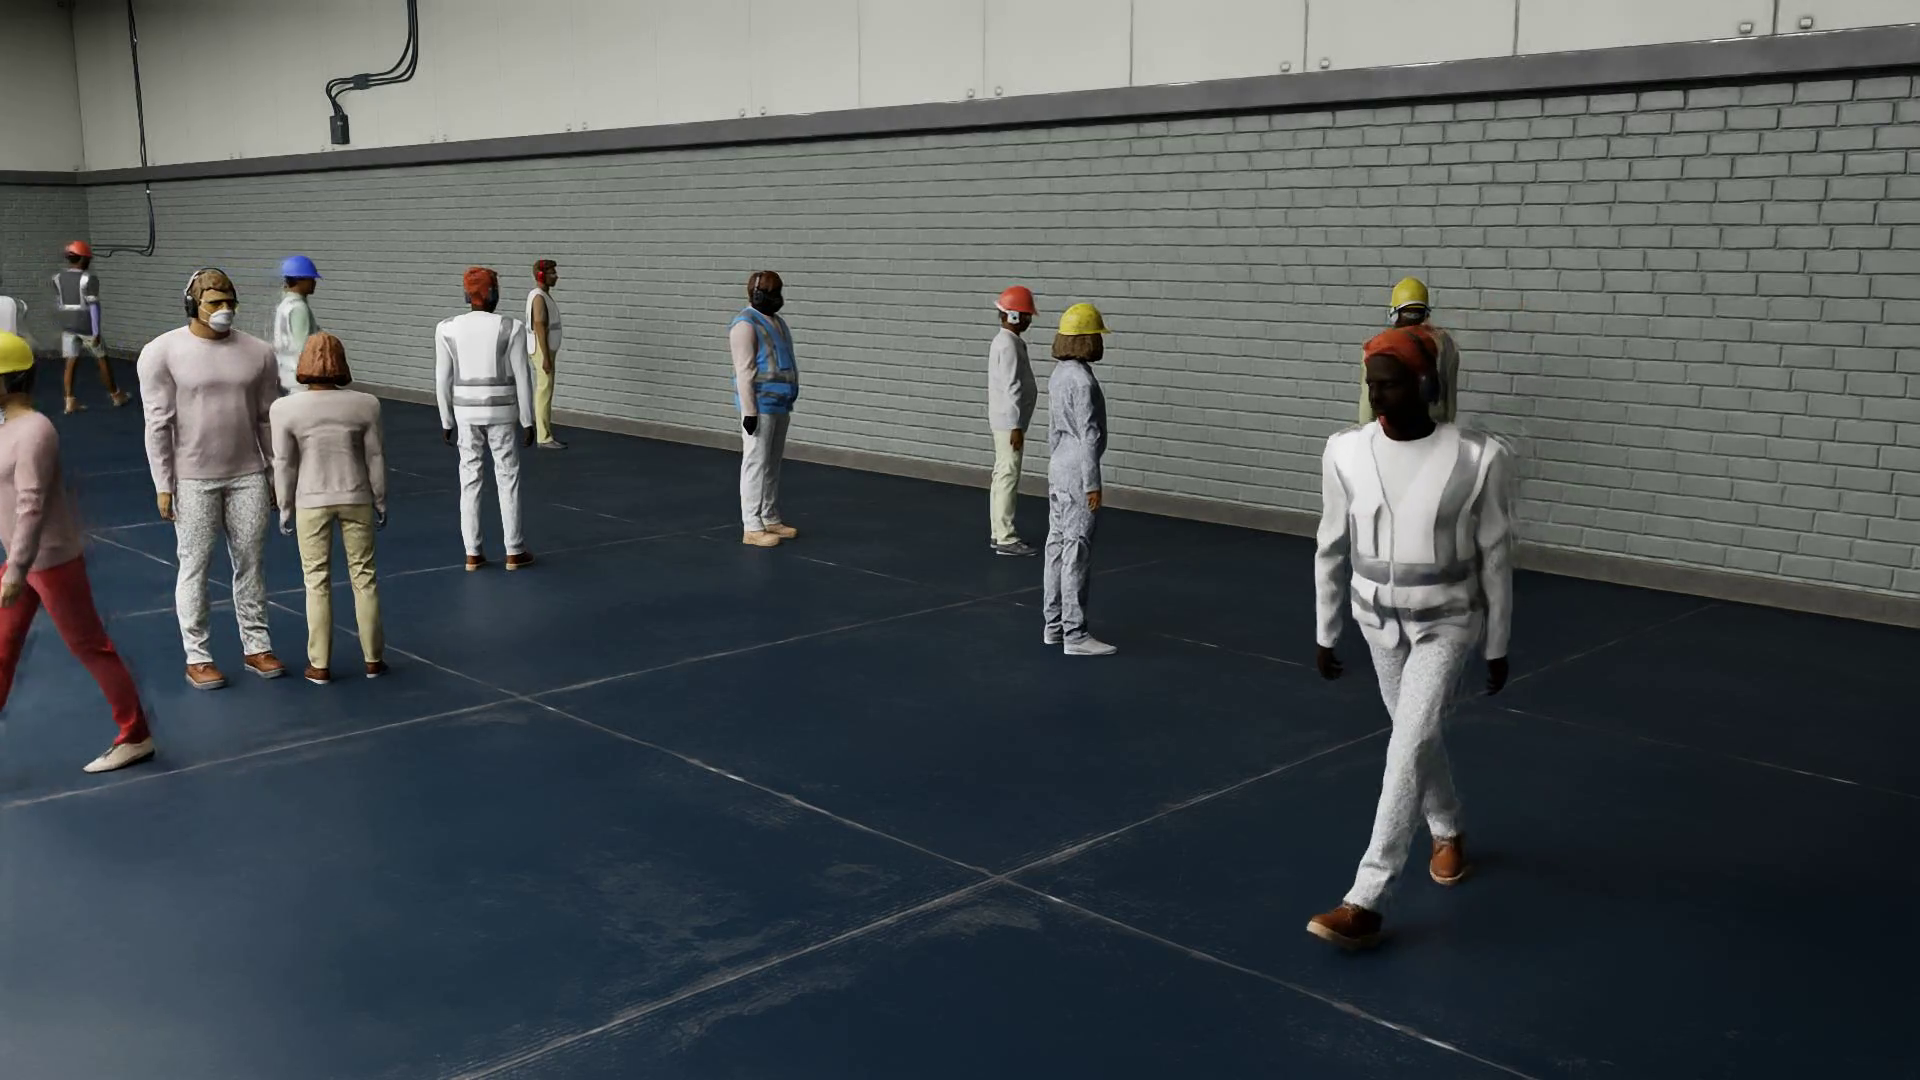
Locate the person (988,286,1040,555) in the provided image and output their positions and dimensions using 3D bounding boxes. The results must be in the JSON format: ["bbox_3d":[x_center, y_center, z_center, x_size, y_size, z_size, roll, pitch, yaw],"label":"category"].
[{"bbox_3d":[0.352,-0.782,10.894,0.329,1.750,0.560,-1,10,-5],"label":"person"}]

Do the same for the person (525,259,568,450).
[{"bbox_3d":[-4.052,-1.804,16.208,0.378,1.844,0.569,-2,11,-12],"label":"person"}]

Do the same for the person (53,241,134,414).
[{"bbox_3d":[-10.285,-2.507,19.638,0.614,1.999,1.003,2,11,10],"label":"person"}]

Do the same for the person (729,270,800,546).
[{"bbox_3d":[-1.303,-0.892,11.250,0.429,1.842,0.633,3,11,17],"label":"person"}]

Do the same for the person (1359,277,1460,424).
[{"bbox_3d":[2.616,-0.619,9.786,0.588,1.833,0.404,-1,10,-8],"label":"person"}]

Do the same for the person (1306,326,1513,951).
[{"bbox_3d":[1.375,0.260,5.053,0.583,1.823,1.062,9,14,41],"label":"person"}]

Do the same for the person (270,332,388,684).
[{"bbox_3d":[-2.919,-0.145,7.746,0.500,1.633,0.280,-5,12,-26],"label":"person"}]

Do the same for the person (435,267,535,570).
[{"bbox_3d":[-2.939,-0.745,10.334,0.579,1.881,0.342,0,10,0],"label":"person"}]

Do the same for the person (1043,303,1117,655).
[{"bbox_3d":[0.597,-0.303,8.308,0.295,1.744,0.484,-3,11,-18],"label":"person"}]

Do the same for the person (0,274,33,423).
[{"bbox_3d":[-7.719,-1.295,13.339,0.356,1.881,0.575,6,12,28],"label":"person"}]

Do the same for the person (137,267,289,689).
[{"bbox_3d":[-3.424,-0.284,7.700,0.374,1.933,0.625,10,14,43],"label":"person"}]

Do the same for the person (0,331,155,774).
[{"bbox_3d":[-3.537,0.086,6.229,0.898,1.718,0.541,-9,14,-42],"label":"person"}]
